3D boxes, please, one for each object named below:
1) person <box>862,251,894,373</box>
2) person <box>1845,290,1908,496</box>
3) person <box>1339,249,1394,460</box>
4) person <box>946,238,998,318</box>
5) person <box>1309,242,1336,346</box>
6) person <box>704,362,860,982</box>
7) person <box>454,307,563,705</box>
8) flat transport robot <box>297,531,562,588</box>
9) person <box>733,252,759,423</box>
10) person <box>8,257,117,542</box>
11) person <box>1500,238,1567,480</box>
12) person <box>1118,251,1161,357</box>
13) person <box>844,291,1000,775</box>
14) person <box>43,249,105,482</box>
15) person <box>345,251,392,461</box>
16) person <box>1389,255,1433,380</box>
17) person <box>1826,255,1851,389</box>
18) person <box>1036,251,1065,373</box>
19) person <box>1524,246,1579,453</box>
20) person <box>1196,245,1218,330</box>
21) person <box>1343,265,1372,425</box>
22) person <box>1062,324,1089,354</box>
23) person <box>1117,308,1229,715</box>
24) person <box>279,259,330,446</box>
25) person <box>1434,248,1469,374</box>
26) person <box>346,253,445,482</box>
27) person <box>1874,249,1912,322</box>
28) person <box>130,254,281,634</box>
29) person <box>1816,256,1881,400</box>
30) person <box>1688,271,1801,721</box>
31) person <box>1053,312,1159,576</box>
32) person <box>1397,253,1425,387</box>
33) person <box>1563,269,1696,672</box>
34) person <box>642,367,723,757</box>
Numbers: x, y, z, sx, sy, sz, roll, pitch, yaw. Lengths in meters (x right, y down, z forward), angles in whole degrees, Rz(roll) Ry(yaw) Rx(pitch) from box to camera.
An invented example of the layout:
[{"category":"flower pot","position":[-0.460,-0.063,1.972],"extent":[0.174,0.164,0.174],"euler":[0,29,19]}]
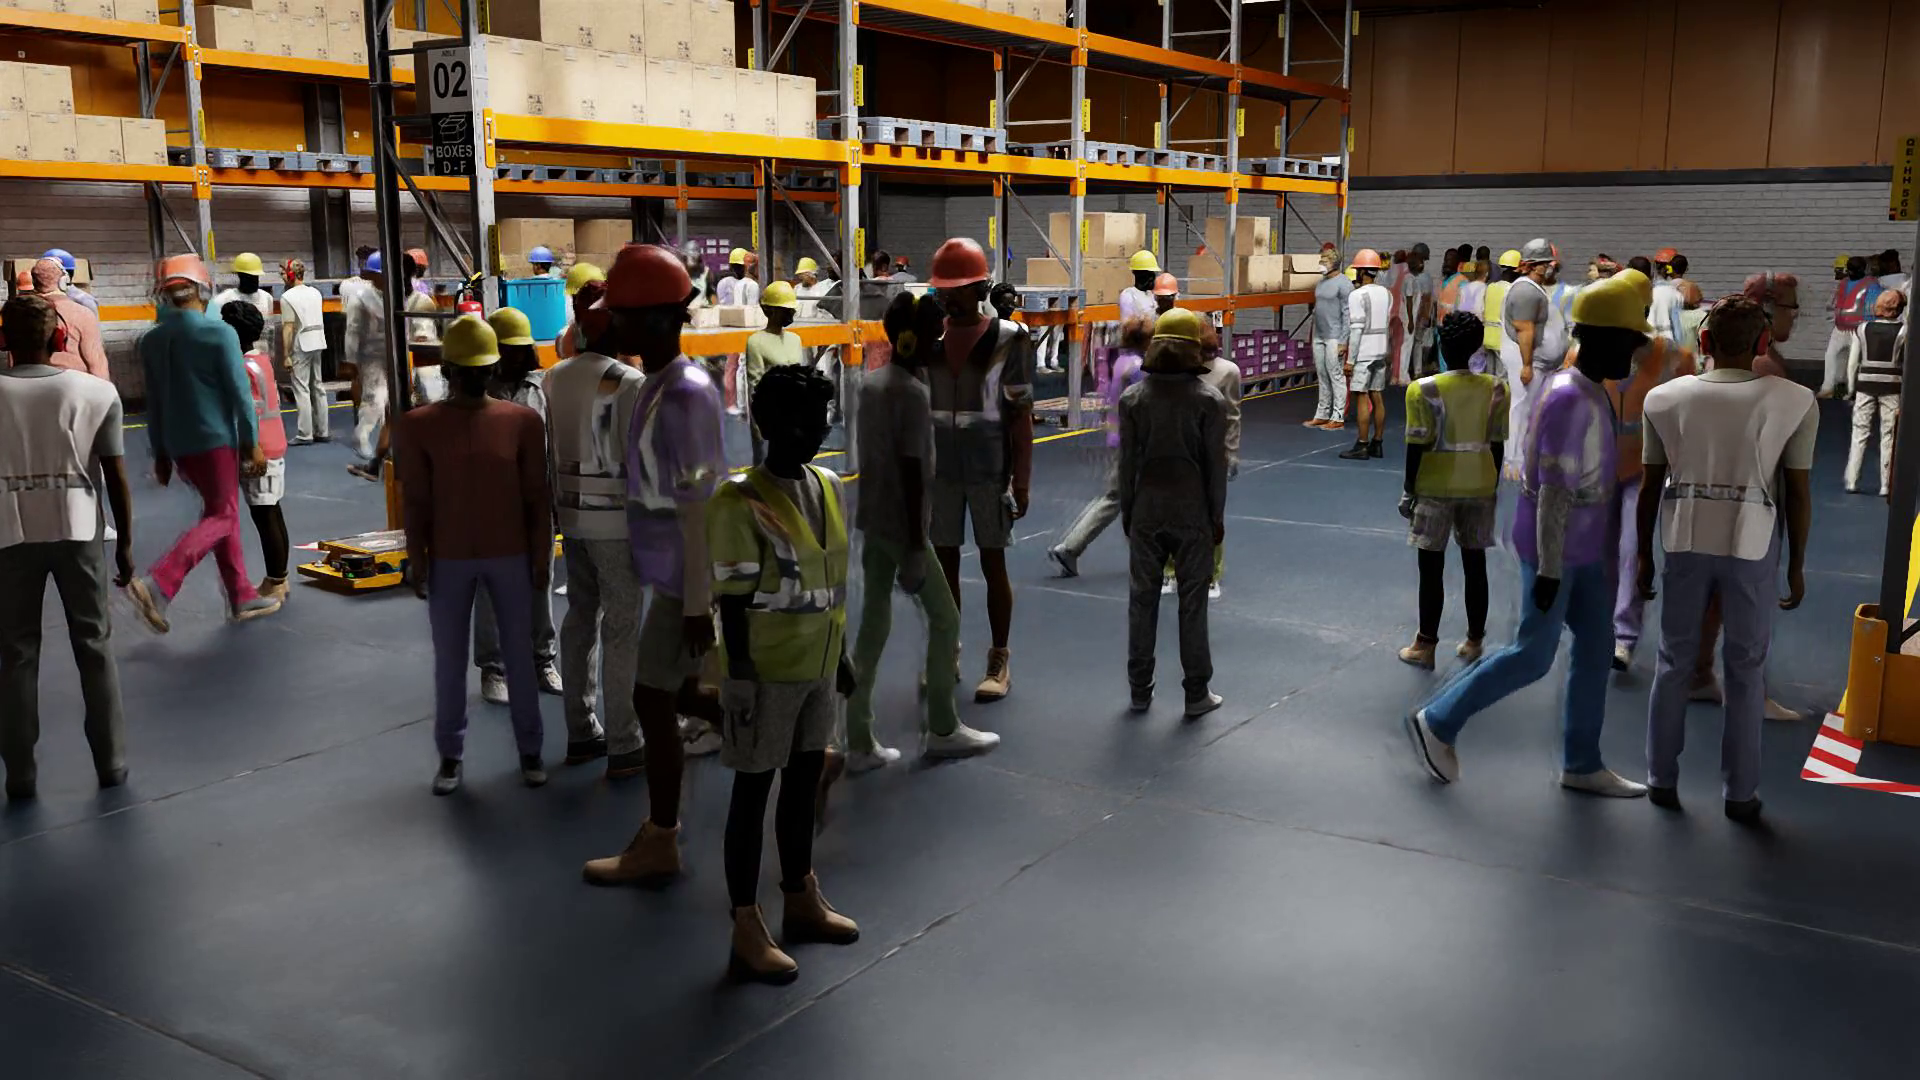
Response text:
[{"category":"person","position":[-0.816,-2.115,17.736],"extent":[0.598,1.907,0.409],"euler":[-9,13,-40]},{"category":"person","position":[7.284,-1.146,13.163],"extent":[0.435,1.645,0.530],"euler":[-9,13,-40]},{"category":"person","position":[3.736,-1.705,15.361],"extent":[0.547,1.939,0.376],"euler":[-8,13,-38]},{"category":"person","position":[0.033,-1.501,13.948],"extent":[0.683,2.000,0.537],"euler":[10,14,44]},{"category":"person","position":[6.212,-4.060,28.285],"extent":[0.621,1.986,0.415],"euler":[-3,11,-17]},{"category":"person","position":[-0.481,0.353,4.641],"extent":[0.320,1.693,0.531],"euler":[7,12,32]},{"category":"person","position":[-1.945,-0.145,7.284],"extent":[0.484,1.737,0.322],"euler":[-7,13,-36]},{"category":"flat transport robot","position":[-3.227,0.062,10.190],"extent":[0.652,0.197,1.431],"euler":[9,13,40]},{"category":"person","position":[-2.323,-2.242,18.482],"extent":[0.357,1.886,0.573],"euler":[-6,12,-28]},{"category":"person","position":[-5.964,-0.921,11.092],"extent":[0.642,1.913,0.409],"euler":[0,10,2]},{"category":"person","position":[4.861,-1.531,14.115],"extent":[0.536,2.000,0.683],"euler":[3,11,17]},{"category":"person","position":[1.625,-1.630,14.977],"extent":[0.366,1.926,0.594],"euler":[6,12,28]},{"category":"person","position":[-0.150,-0.023,6.354],"extent":[0.752,1.830,0.494],"euler":[-8,13,-37]},{"category":"person","position":[-7.360,-1.424,13.778],"extent":[0.605,1.949,0.401],"euler":[5,11,26]},{"category":"person","position":[-5.227,-1.630,14.976],"extent":[0.504,1.923,0.624],"euler":[5,11,27]},{"category":"person","position":[6.561,-3.255,24.220],"extent":[0.636,1.842,0.429],"euler":[5,11,25]},{"category":"person","position":[12.026,-2.969,22.685],"extent":[0.403,1.824,0.594],"euler":[6,12,28]},{"category":"person","position":[1.384,-3.485,25.397],"extent":[0.578,1.877,0.338],"euler":[-9,14,-41]},{"category":"person","position":[5.531,-1.797,15.756],"extent":[0.612,1.998,1.023],"euler":[4,11,22]},{"category":"person","position":[3.694,-3.510,25.363],"extent":[0.545,1.938,0.355],"euler":[-4,11,-21]},{"category":"person","position":[4.310,-2.128,18.219],"extent":[0.523,1.759,0.359],"euler":[9,13,40]},{"category":"person","position":[2.078,-4.310,29.553],"extent":[0.604,2.034,0.418],"euler":[-4,11,-22]},{"category":"person","position":[0.916,-0.119,7.137],"extent":[0.484,1.736,0.307],"euler":[5,11,24]},{"category":"person","position":[-6.477,-1.845,16.433],"extent":[0.394,1.836,0.560],"euler":[3,11,14]},{"category":"person","position":[5.926,-2.552,20.100],"extent":[0.379,1.920,0.596],"euler":[-2,10,-11]},{"category":"person","position":[-4.634,-1.417,13.802],"extent":[0.622,1.911,1.013],"euler":[8,13,37]},{"category":"person","position":[11.755,-2.689,20.876],"extent":[0.605,1.911,0.698],"euler":[-9,14,-42]},{"category":"person","position":[-3.985,-0.491,8.599],"extent":[0.631,1.953,0.861],"euler":[5,11,25]},{"category":"person","position":[11.159,-2.649,20.927],"extent":[0.753,1.814,0.644],"euler":[-3,11,-17]},{"category":"person","position":[3.355,-0.192,7.101],"extent":[0.420,1.908,0.646],"euler":[3,11,16]},{"category":"person","position":[0.959,-0.559,9.951],"extent":[0.798,1.607,0.529],"euler":[-1,10,-5]},{"category":"person","position":[6.252,-3.049,23.065],"extent":[0.330,1.844,0.520],"euler":[3,11,14]},{"category":"person","position":[3.102,-0.319,7.823],"extent":[0.599,1.873,0.972],"euler":[6,12,31]},{"category":"person","position":[-1.055,0.068,6.439],"extent":[0.366,1.608,0.527],"euler":[-4,11,-22]}]
